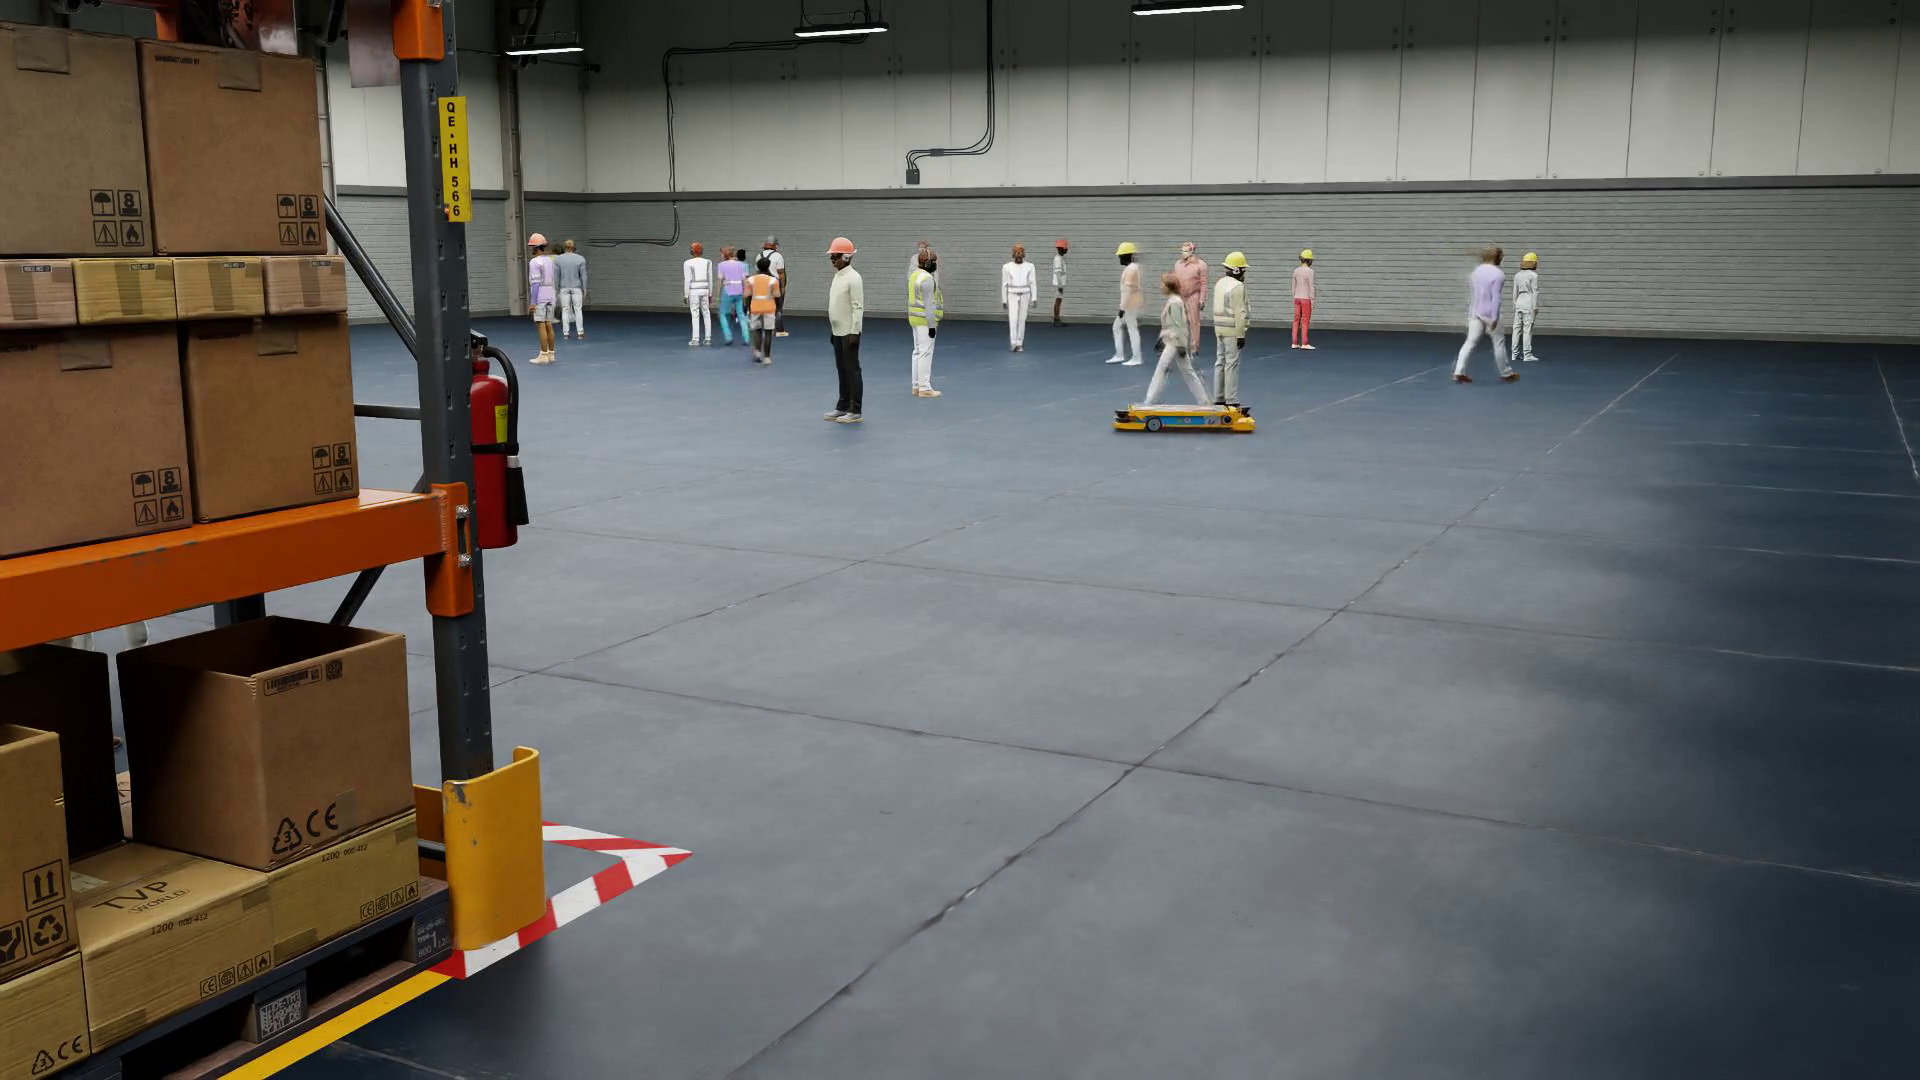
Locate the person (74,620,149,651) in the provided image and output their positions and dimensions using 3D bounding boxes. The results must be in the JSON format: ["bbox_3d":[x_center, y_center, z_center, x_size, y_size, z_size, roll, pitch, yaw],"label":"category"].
[{"bbox_3d":[-4.041,-0.207,7.784,0.509,1.632,0.266,-2,11,-9],"label":"person"}]

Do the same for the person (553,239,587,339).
[{"bbox_3d":[-7.587,-4.882,32.445,0.635,1.937,0.352,-1,10,-4],"label":"person"}]

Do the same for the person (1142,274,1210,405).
[{"bbox_3d":[2.431,-2.200,18.785,0.913,1.590,0.505,2,11,10],"label":"person"}]

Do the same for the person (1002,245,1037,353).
[{"bbox_3d":[1.037,-4.143,28.689,0.580,1.839,0.956,-1,10,-7],"label":"person"}]

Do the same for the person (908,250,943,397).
[{"bbox_3d":[-0.430,-2.714,20.917,0.429,1.835,0.630,-3,11,-17],"label":"person"}]

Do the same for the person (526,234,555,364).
[{"bbox_3d":[-6.618,-3.791,26.213,0.378,2.044,0.607,2,11,12],"label":"person"}]

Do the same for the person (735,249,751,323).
[{"bbox_3d":[-5.021,-5.844,38.343,0.536,1.700,0.318,9,14,40],"label":"person"}]

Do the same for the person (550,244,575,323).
[{"bbox_3d":[-9.208,-5.938,38.542,0.863,1.803,0.646,-9,14,-41],"label":"person"}]

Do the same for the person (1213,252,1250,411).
[{"bbox_3d":[3.139,-2.400,19.197,0.403,1.832,0.593,-3,11,-17],"label":"person"}]

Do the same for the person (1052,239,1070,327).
[{"bbox_3d":[2.252,-5.673,36.844,0.396,1.924,0.595,2,11,11],"label":"person"}]

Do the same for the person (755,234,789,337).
[{"bbox_3d":[-3.736,-5.105,33.379,0.684,2.000,0.538,7,13,34],"label":"person"}]

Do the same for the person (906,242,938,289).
[{"bbox_3d":[-0.884,-5.851,37.929,0.649,1.860,0.968,5,11,25],"label":"person"}]

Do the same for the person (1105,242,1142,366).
[{"bbox_3d":[2.520,-3.650,25.805,0.713,1.900,0.629,1,10,5],"label":"person"}]

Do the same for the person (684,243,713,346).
[{"bbox_3d":[-4.817,-4.520,30.625,0.572,1.883,0.354,-7,13,-34],"label":"person"}]

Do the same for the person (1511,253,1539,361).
[{"bbox_3d":[9.185,-3.772,26.948,0.311,1.736,0.483,-6,12,-28],"label":"person"}]

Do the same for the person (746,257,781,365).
[{"bbox_3d":[-3.056,-3.582,26.059,0.549,1.676,0.520,1,10,7],"label":"person"}]

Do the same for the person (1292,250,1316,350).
[{"bbox_3d":[6.129,-4.268,29.567,0.317,1.767,0.534,-6,12,-29],"label":"person"}]

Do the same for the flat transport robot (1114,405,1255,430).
[{"bbox_3d":[2.334,-1.288,17.396,1.431,0.197,0.652,1,10,4],"label":"flat transport robot"}]

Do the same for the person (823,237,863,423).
[{"bbox_3d":[-1.256,-2.271,18.049,0.380,1.996,0.608,-5,12,-27],"label":"person"}]

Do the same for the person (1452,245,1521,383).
[{"bbox_3d":[7.216,-3.070,22.717,1.025,1.891,0.632,-5,11,-24],"label":"person"}]

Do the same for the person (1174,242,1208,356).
[{"bbox_3d":[3.828,-4.043,27.971,0.637,1.904,0.403,8,13,37],"label":"person"}]

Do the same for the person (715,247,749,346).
[{"bbox_3d":[-4.185,-4.447,30.427,0.631,1.806,0.666,10,14,43],"label":"person"}]

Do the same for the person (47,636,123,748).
[{"bbox_3d":[-3.508,-0.063,6.354,0.313,1.869,0.539,2,11,11],"label":"person"}]
